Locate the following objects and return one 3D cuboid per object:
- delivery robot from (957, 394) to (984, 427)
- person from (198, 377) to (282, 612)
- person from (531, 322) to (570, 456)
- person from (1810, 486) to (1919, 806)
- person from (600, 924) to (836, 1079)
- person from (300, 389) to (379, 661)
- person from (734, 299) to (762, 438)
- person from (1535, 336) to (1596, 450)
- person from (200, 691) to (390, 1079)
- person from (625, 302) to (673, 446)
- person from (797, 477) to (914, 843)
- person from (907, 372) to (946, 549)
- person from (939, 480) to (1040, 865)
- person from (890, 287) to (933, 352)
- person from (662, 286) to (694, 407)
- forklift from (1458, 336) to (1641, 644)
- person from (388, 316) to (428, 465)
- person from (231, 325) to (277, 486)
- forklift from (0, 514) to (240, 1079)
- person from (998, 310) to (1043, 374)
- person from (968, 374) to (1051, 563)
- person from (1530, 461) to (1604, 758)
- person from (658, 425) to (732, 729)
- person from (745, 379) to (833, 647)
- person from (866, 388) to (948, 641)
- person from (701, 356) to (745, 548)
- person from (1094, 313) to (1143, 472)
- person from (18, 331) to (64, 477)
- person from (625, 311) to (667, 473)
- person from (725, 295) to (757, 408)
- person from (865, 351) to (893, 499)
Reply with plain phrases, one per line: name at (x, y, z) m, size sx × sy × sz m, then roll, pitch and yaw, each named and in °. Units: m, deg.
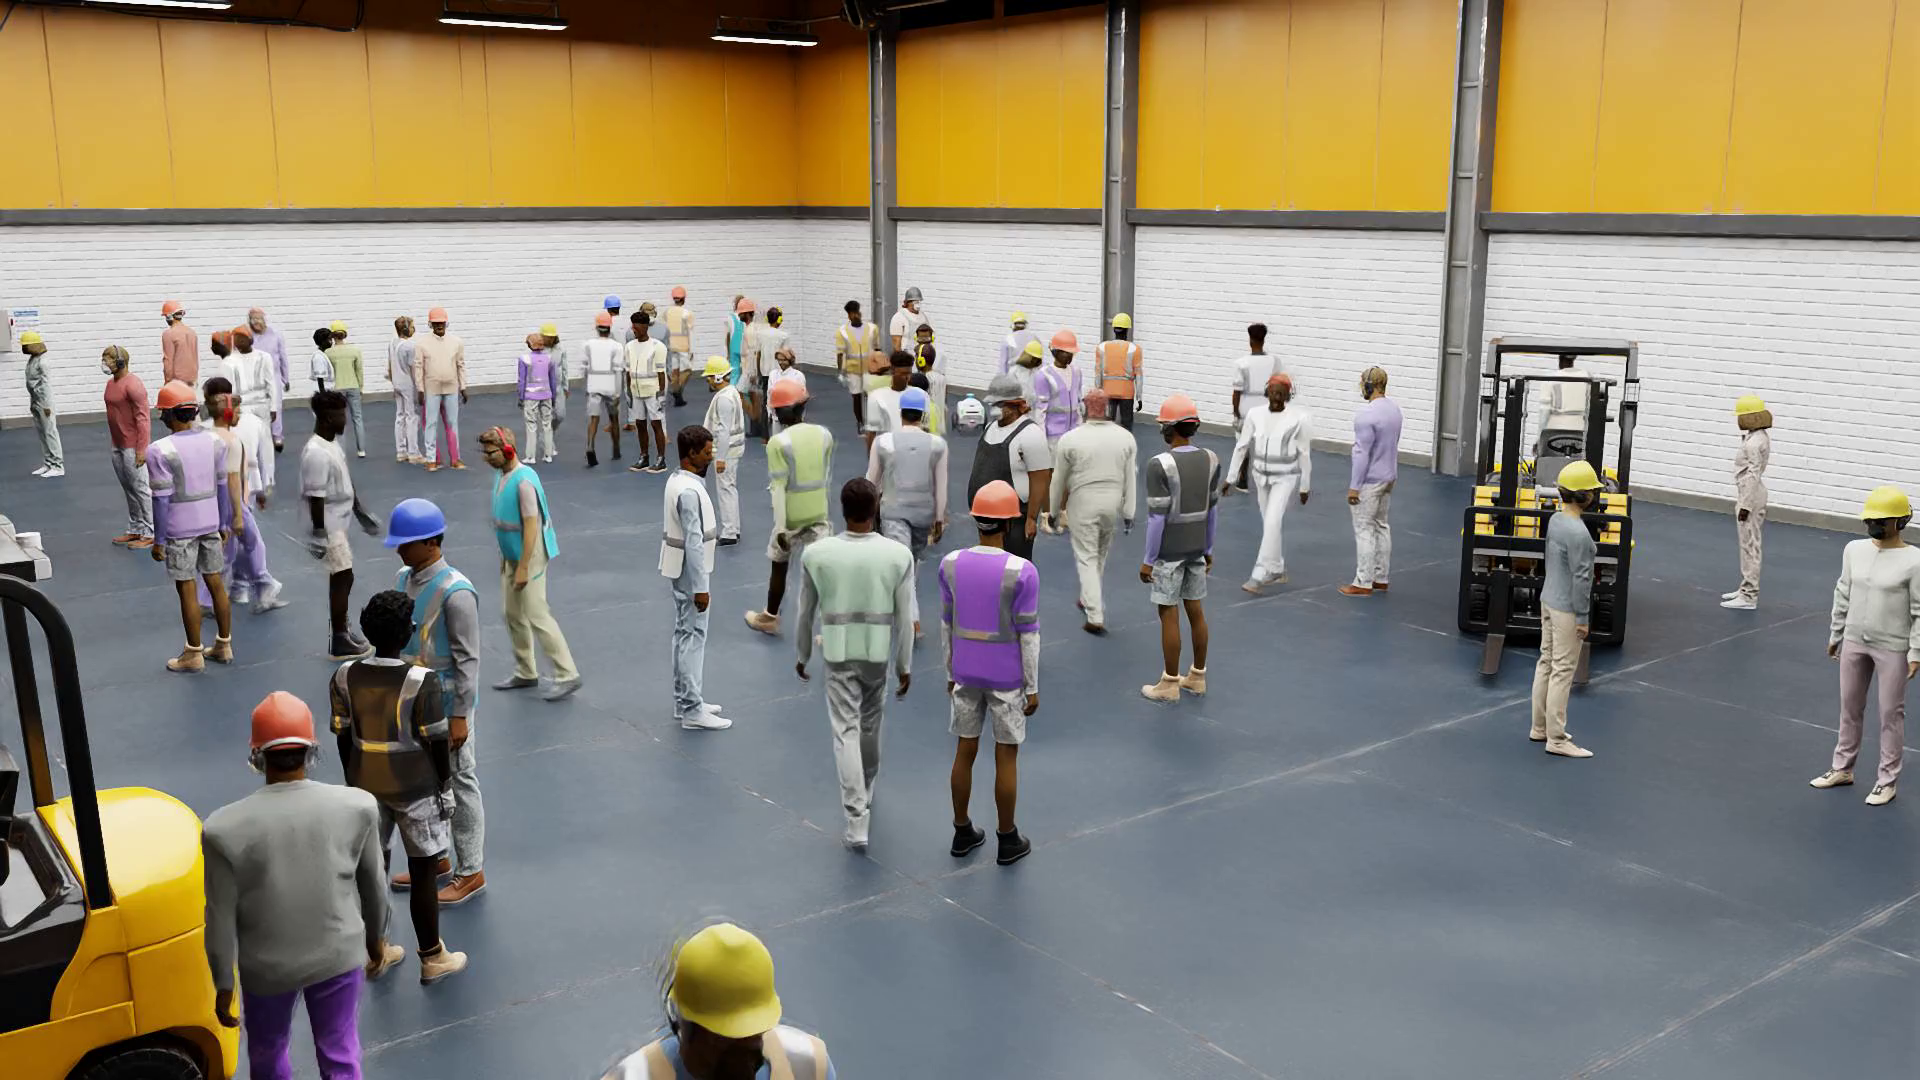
delivery robot at (0.148, -1.806, 23.336) m, size 0.477 × 0.478 × 0.707 m, roll -1°, pitch 12°, yaw -4°
person at (-5.785, -0.375, 13.417) m, size 0.830 × 1.886 × 0.660 m, roll 5°, pitch 13°, yaw 21°
person at (-5.295, -1.957, 21.452) m, size 0.509 × 1.722 × 0.480 m, roll -9°, pitch 15°, yaw -39°
person at (5.016, 0.575, 9.128) m, size 0.327 × 1.767 × 0.533 m, roll -6°, pitch 13°, yaw -28°
person at (-0.524, 1.684, 3.753) m, size 0.611 × 1.775 × 0.966 m, roll -7°, pitch 13°, yaw -30°
person at (-4.509, -0.118, 12.056) m, size 0.503 × 1.946 × 0.597 m, roll -4°, pitch 12°, yaw -18°
person at (-2.903, -2.347, 22.852) m, size 0.404 × 1.920 × 0.556 m, roll 1°, pitch 12°, yaw 5°
person at (6.090, -1.090, 16.782) m, size 0.595 × 1.923 × 0.388 m, roll -2°, pitch 12°, yaw -11°
person at (-2.219, 1.335, 5.560) m, size 0.593 × 1.719 × 0.776 m, roll -7°, pitch 14°, yaw -31°
person at (-4.147, -2.223, 22.258) m, size 0.636 × 1.928 × 0.383 m, roll -8°, pitch 14°, yaw -33°
person at (-0.549, 0.604, 8.754) m, size 0.610 × 1.874 × 1.004 m, roll -2°, pitch 12°, yaw -8°
person at (-0.387, -0.746, 15.710) m, size 0.368 × 1.680 × 0.537 m, roll 2°, pitch 12°, yaw 11°
person at (0.160, 0.661, 8.312) m, size 0.543 × 1.931 × 0.387 m, roll 6°, pitch 13°, yaw 28°
person at (-0.634, -2.605, 23.818) m, size 0.538 × 2.000 × 0.684 m, roll 11°, pitch 16°, yaw 43°
person at (-4.440, -3.034, 26.195) m, size 0.551 × 1.924 × 0.534 m, roll 3°, pitch 12°, yaw 16°
forklift at (4.683, -0.471, 13.136) m, size 1.214 × 2.155 × 2.313 m, roll 4°, pitch 12°, yaw 20°
person at (-6.872, -1.856, 20.675) m, size 0.521 × 1.844 × 0.331 m, roll 9°, pitch 15°, yaw 37°
person at (-8.085, -1.526, 19.009) m, size 0.584 × 1.871 × 0.387 m, roll 2°, pitch 12°, yaw 10°
forklift at (-3.687, 1.115, 5.480) m, size 2.313 × 2.155 × 1.214 m, roll -9°, pitch 15°, yaw -36°
person at (0.785, -2.168, 22.287) m, size 0.619 × 1.805 × 0.457 m, roll -5°, pitch 13°, yaw -23°
person at (0.313, -0.220, 12.300) m, size 0.538 × 2.000 × 0.690 m, roll -8°, pitch 14°, yaw -34°
person at (3.636, 0.406, 9.936) m, size 0.305 × 1.772 × 0.527 m, roll 0°, pitch 12°, yaw 0°
person at (-1.687, 0.229, 10.440) m, size 0.392 × 1.915 × 0.590 m, roll -4°, pitch 12°, yaw -17°
person at (-1.224, -0.196, 12.328) m, size 0.617 × 1.990 × 1.002 m, roll -10°, pitch 15°, yaw -40°
person at (-0.400, -0.198, 12.601) m, size 0.627 × 1.888 × 1.050 m, roll -3°, pitch 12°, yaw -14°
person at (-2.249, -0.840, 15.845) m, size 0.403 × 1.817 × 0.601 m, roll -1°, pitch 12°, yaw -4°
person at (1.915, -1.757, 19.996) m, size 0.595 × 1.925 × 0.375 m, roll 4°, pitch 12°, yaw 20°
person at (-10.958, -1.619, 19.797) m, size 0.485 × 1.738 × 0.320 m, roll 11°, pitch 16°, yaw 42°
person at (-3.789, -1.784, 20.065) m, size 0.598 × 1.958 × 0.370 m, roll 6°, pitch 13°, yaw 27°
person at (-3.395, -2.882, 25.737) m, size 0.503 × 1.815 × 0.827 m, roll 0°, pitch 12°, yaw 1°
person at (-0.875, -1.263, 18.323) m, size 0.288 × 1.633 × 0.497 m, roll 7°, pitch 14°, yaw 30°
